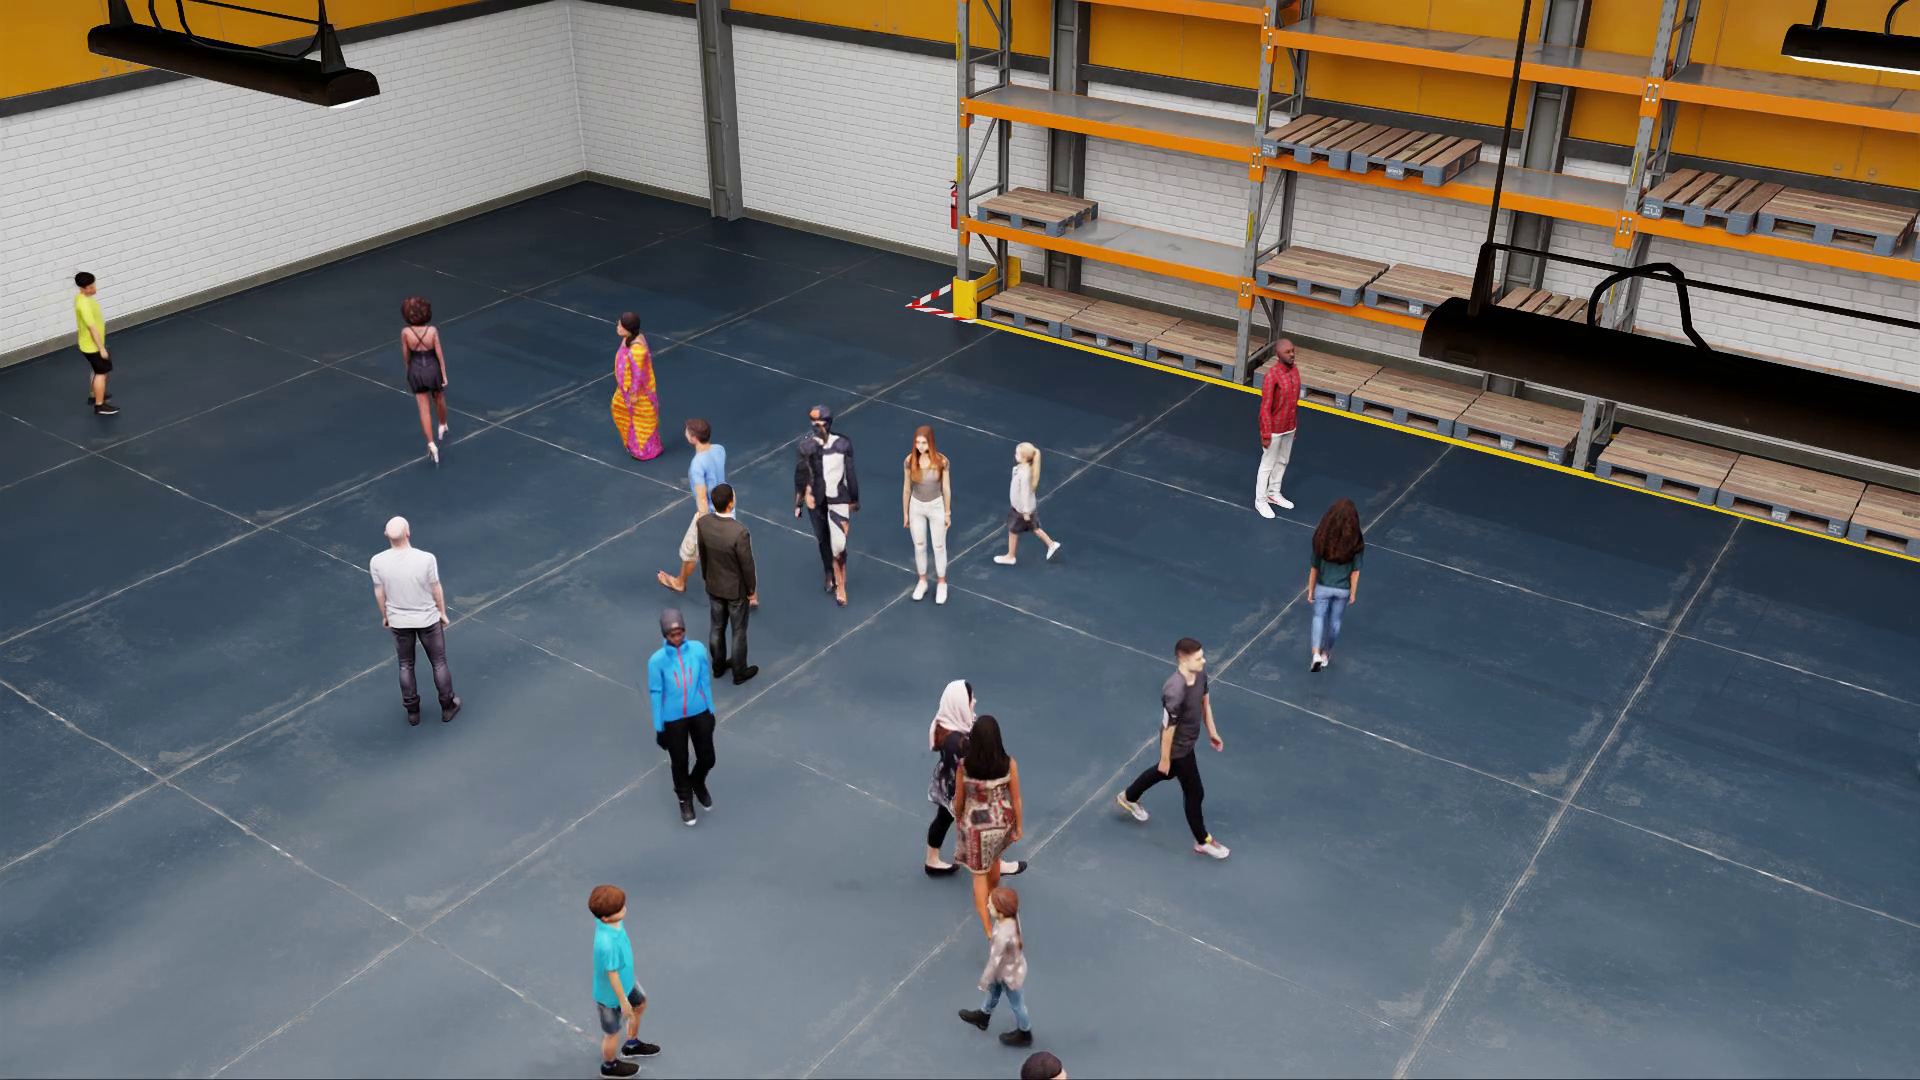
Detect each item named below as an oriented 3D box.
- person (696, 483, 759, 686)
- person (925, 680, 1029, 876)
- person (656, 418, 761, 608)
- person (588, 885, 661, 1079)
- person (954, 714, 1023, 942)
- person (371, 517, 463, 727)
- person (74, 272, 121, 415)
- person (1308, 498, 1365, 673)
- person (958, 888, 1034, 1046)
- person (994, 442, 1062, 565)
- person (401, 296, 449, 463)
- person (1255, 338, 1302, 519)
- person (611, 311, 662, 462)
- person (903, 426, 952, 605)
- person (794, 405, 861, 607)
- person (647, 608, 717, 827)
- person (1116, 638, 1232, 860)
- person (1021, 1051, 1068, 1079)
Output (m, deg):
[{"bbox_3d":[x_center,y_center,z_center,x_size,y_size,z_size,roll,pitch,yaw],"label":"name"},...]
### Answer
[{"bbox_3d":[-1.930,0.357,13.758,0.527,1.800,0.775,14,31,23],"label":"person"},{"bbox_3d":[-0.094,1.685,11.522,1.064,1.611,0.960,-1,29,-2],"label":"person"},{"bbox_3d":[-2.102,-0.188,14.751,1.273,1.807,0.790,14,32,24],"label":"person"},{"bbox_3d":[-2.138,2.643,9.946,0.740,1.438,0.682,-3,29,-5],"label":"person"},{"bbox_3d":[0.180,1.945,11.037,0.977,1.619,1.034,-2,29,-3],"label":"person"},{"bbox_3d":[-4.338,0.637,13.213,0.743,1.832,0.813,-3,29,-6],"label":"person"},{"bbox_3d":[-9.734,-2.191,18.570,0.912,1.666,0.766,-24,37,-37],"label":"person"},{"bbox_3d":[3.100,0.423,13.844,0.873,1.602,0.821,7,29,13],"label":"person"},{"bbox_3d":[0.352,2.643,10.222,0.795,1.174,0.661,4,29,8],"label":"person"},{"bbox_3d":[0.657,-0.336,15.596,0.911,1.258,0.709,5,29,9],"label":"person"},{"bbox_3d":[-5.627,-1.658,17.513,0.957,1.743,1.121,-10,30,-17],"label":"person"},{"bbox_3d":[3.153,-1.143,16.488,0.719,1.820,0.655,-23,36,-36],"label":"person"},{"bbox_3d":[-3.358,-1.646,17.574,0.896,1.663,0.837,-9,30,-16],"label":"person"},{"bbox_3d":[-0.285,-0.254,14.966,0.606,1.716,0.725,4,29,8],"label":"person"},{"bbox_3d":[-1.180,-0.386,15.048,0.944,1.870,1.002,2,29,3],"label":"person"},{"bbox_3d":[-2.039,1.244,12.151,0.745,1.782,0.773,-13,31,-22],"label":"person"},{"bbox_3d":[1.496,1.429,11.867,1.199,1.729,0.740,14,32,24],"label":"person"},{"bbox_3d":[0.411,3.273,8.338,0.644,1.871,0.714,9,30,17],"label":"person"}]
